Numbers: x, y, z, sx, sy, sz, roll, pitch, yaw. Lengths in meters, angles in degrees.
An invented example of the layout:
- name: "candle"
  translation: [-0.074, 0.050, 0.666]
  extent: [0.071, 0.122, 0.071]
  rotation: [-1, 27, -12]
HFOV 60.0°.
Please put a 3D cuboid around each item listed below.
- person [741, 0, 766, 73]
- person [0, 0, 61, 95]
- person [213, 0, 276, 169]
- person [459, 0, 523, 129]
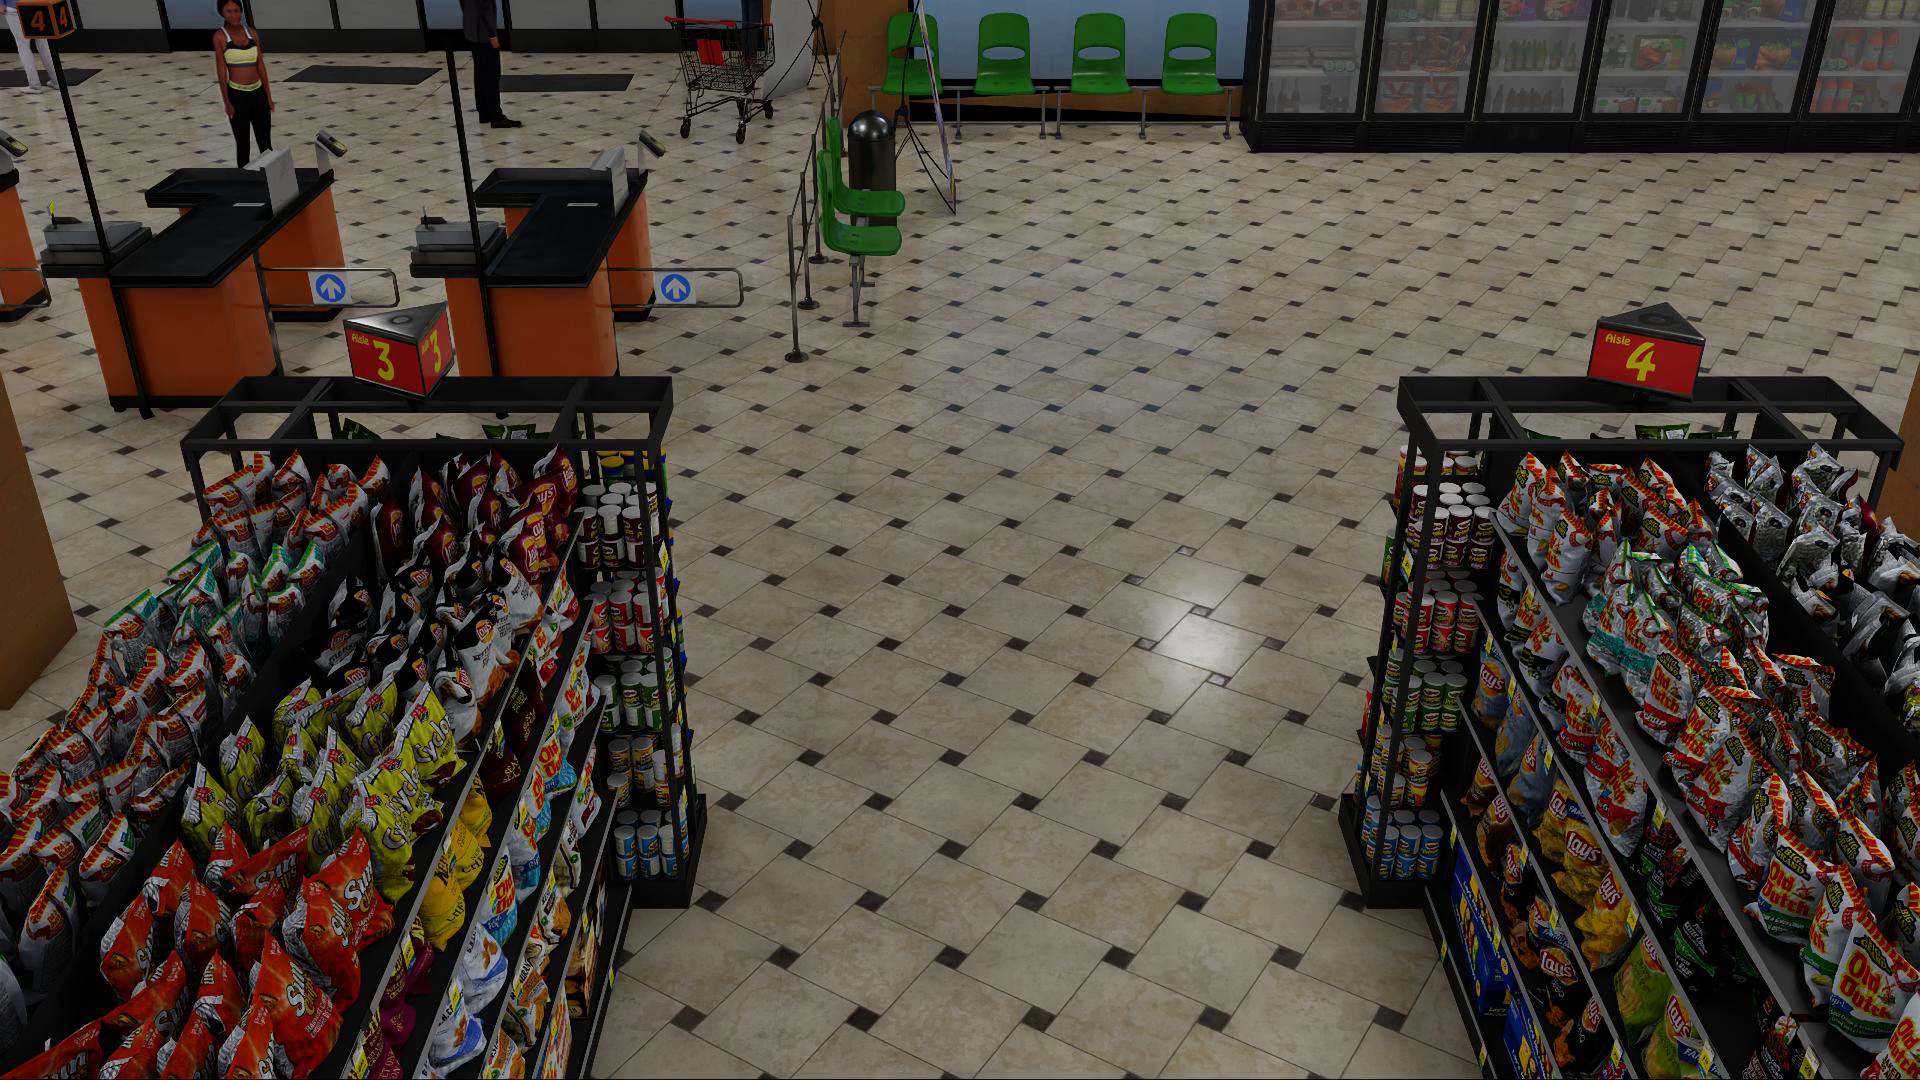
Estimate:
- name: "person"
  translation: [-2.327, -6.103, 18.355]
  extent: [0.728, 1.792, 0.618]
  rotation: [-15, 32, -26]
- name: "person"
  translation: [-9.855, -5.658, 17.440]
  extent: [0.802, 1.888, 0.682]
  rotation: [16, 32, 26]
- name: "person"
  translation: [-5.995, -3.694, 13.984]
  extent: [0.636, 1.753, 0.685]
  rotation: [-23, 36, -36]
- name: "person"
  translation: [-4.672, -4.992, 16.269]
  extent: [0.869, 1.842, 0.771]
  rotation: [-20, 34, -32]
